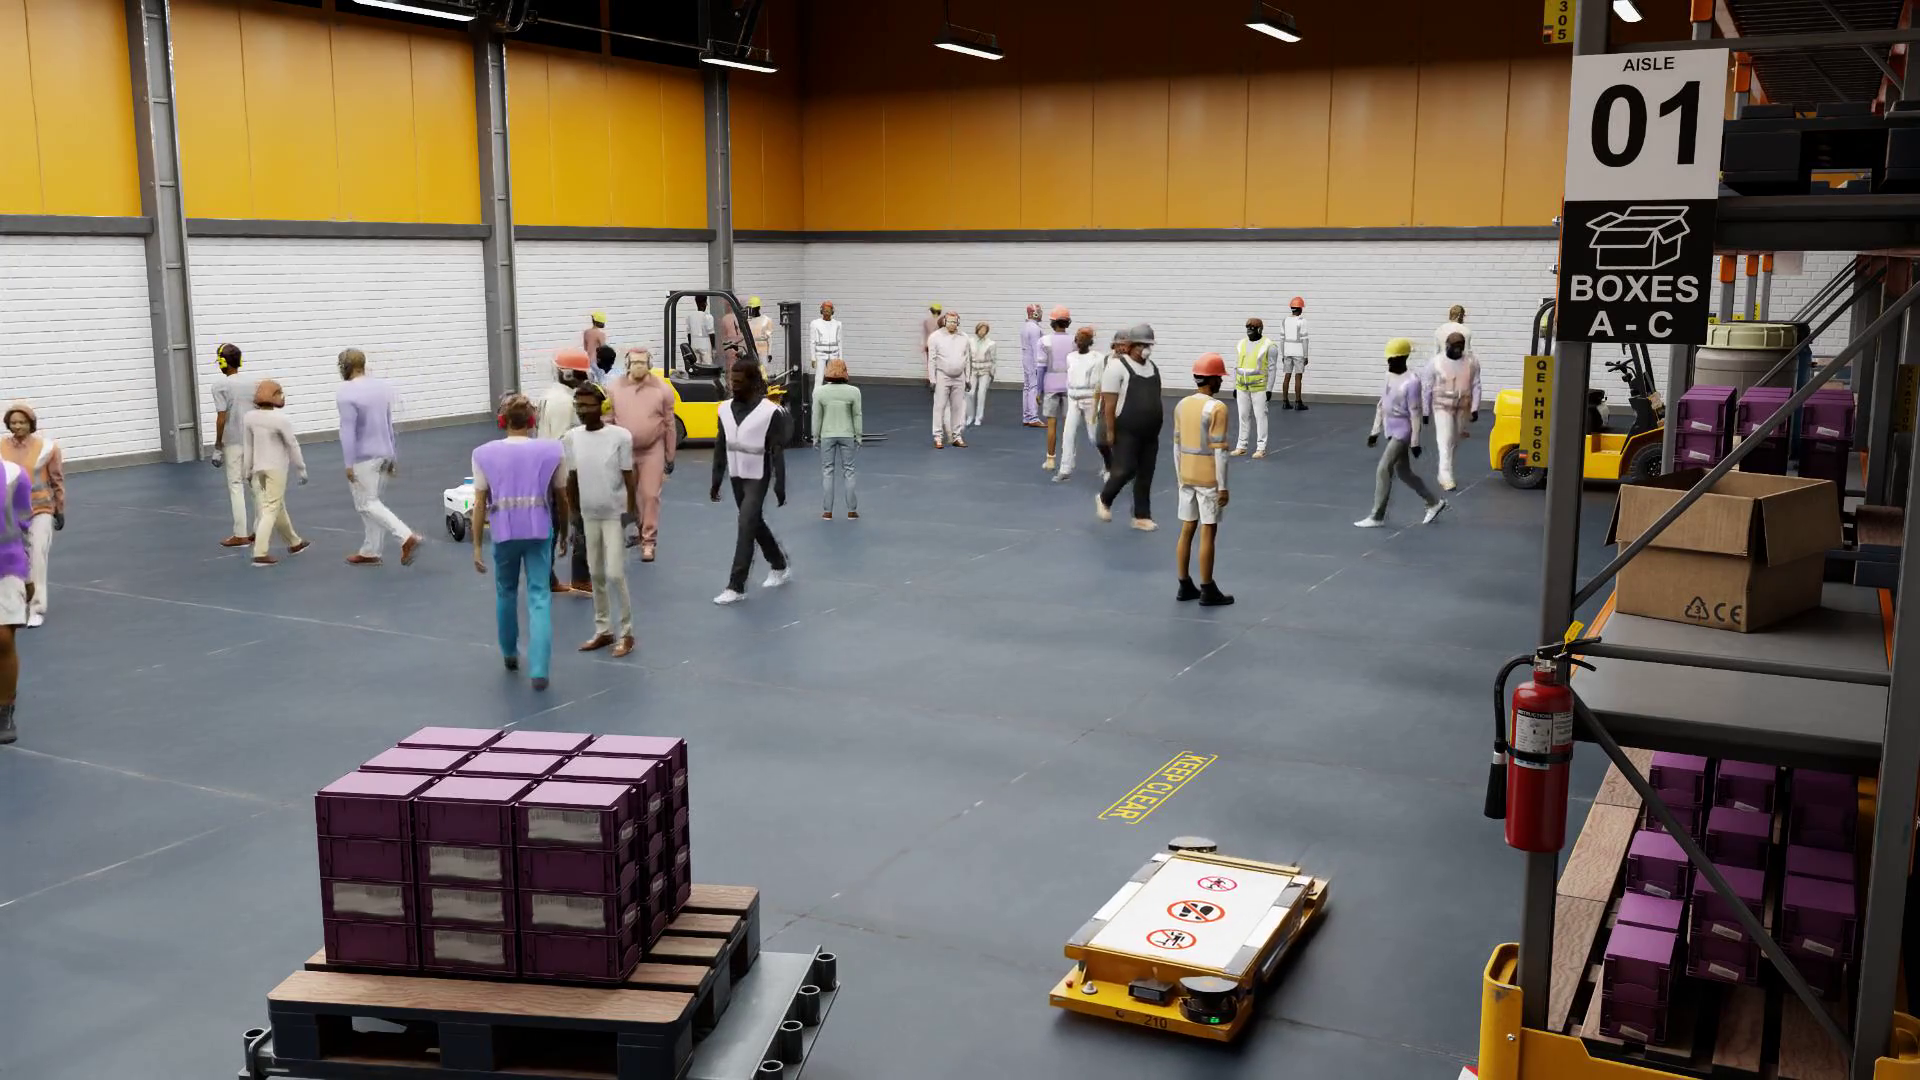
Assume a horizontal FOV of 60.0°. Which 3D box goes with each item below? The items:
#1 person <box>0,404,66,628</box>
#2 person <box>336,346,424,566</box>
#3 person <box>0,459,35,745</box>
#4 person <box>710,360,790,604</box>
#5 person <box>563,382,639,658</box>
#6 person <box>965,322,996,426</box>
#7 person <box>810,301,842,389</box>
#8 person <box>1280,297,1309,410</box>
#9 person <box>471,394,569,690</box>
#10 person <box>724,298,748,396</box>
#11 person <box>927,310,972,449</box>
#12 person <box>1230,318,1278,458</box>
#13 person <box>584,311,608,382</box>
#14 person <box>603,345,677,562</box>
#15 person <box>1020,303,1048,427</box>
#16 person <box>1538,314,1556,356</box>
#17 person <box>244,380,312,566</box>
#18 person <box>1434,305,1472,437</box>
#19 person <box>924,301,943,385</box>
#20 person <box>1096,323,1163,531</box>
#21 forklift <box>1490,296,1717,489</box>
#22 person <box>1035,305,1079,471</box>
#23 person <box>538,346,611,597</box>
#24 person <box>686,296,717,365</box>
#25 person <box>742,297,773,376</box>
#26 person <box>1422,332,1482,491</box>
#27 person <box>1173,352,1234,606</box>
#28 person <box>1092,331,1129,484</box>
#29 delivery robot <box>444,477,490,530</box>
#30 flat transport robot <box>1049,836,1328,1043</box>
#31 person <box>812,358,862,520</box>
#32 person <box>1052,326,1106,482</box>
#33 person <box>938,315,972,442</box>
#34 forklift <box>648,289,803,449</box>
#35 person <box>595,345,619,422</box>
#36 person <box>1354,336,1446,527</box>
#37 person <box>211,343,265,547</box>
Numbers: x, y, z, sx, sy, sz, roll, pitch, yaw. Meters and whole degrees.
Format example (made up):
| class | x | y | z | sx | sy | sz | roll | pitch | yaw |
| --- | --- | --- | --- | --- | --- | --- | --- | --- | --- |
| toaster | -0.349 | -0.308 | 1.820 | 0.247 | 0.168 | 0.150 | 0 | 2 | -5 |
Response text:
| class | x | y | z | sx | sy | sz | roll | pitch | yaw |
| --- | --- | --- | --- | --- | --- | --- | --- | --- | --- |
| person | -6.838 | -0.211 | 12.217 | 0.507 | 1.604 | 0.840 | -2 | 10 | -13 |
| person | -4.937 | -0.688 | 14.123 | 0.760 | 1.914 | 0.647 | 2 | 10 | 13 |
| person | -5.461 | 0.157 | 9.298 | 0.554 | 1.893 | 0.800 | -5 | 11 | -28 |
| person | -1.640 | -0.491 | 13.074 | 0.611 | 1.876 | 1.003 | 6 | 12 | 33 |
| person | -2.388 | -0.138 | 11.124 | 0.536 | 1.846 | 0.439 | 3 | 10 | 16 |
| person | 0.289 | -2.568 | 25.795 | 0.541 | 1.612 | 0.495 | 1 | 10 | 6 |
| person | -2.226 | -3.037 | 27.768 | 0.573 | 1.884 | 0.353 | -5 | 11 | -25 |
| person | 5.741 | -3.187 | 28.482 | 0.542 | 1.938 | 0.358 | 10 | 14 | 44 |
| person | -2.762 | -0.009 | 10.490 | 0.584 | 1.797 | 0.936 | -3 | 10 | -17 |
| person | -3.900 | -3.404 | 29.939 | 0.637 | 1.873 | 0.717 | 5 | 11 | 25 |
| person | -0.130 | -2.209 | 22.932 | 0.639 | 1.902 | 0.406 | -5 | 11 | -25 |
| person | 3.848 | -1.997 | 21.869 | 0.625 | 1.844 | 0.429 | 8 | 13 | 40 |
| person | -6.047 | -2.936 | 27.650 | 0.535 | 1.723 | 0.374 | 8 | 12 | 37 |
| person | -2.819 | -0.783 | 14.682 | 0.655 | 1.886 | 0.712 | -1 | 10 | -4 |
| person | 1.161 | -2.697 | 25.722 | 0.409 | 1.912 | 0.643 | -2 | 10 | -14 |
| person | 8.316 | -2.324 | 23.860 | 0.741 | 1.803 | 0.615 | -4 | 11 | -23 |
| person | -5.955 | -0.600 | 14.502 | 0.508 | 1.588 | 0.838 | 5 | 11 | 24 |
| person | 7.204 | -2.461 | 24.290 | 0.370 | 1.934 | 0.627 | -7 | 12 | -35 |
| person | -0.508 | -3.727 | 32.152 | 0.528 | 1.756 | 0.483 | 7 | 12 | 37 |
| person | 1.694 | -1.101 | 16.105 | 0.687 | 2.000 | 0.633 | -7 | 12 | -35 |
| forklift | 7.296 | -1.677 | 18.993 | 2.313 | 2.155 | 1.214 | 5 | 11 | 27 |
| person | 1.231 | -1.876 | 20.587 | 0.616 | 2.040 | 0.382 | -2 | 10 | -10 |
| person | -3.019 | -0.517 | 12.937 | 0.690 | 1.957 | 0.650 | -4 | 11 | -23 |
| person | -4.636 | -3.455 | 29.943 | 0.607 | 1.967 | 0.367 | 5 | 11 | 29 |
| person | -3.603 | -3.360 | 29.553 | 0.587 | 1.917 | 0.408 | 3 | 10 | 17 |
| person | 5.644 | -1.486 | 19.087 | 0.613 | 1.790 | 0.942 | -1 | 10 | -4 |
| person | 1.872 | -0.469 | 12.741 | 0.375 | 1.939 | 0.546 | -6 | 12 | -32 |
| person | 1.769 | -1.454 | 18.776 | 0.549 | 1.825 | 0.480 | 4 | 10 | 20 |
| delivery robot | -4.647 | -0.354 | 15.808 | 0.477 | 0.478 | 0.707 | -6 | 12 | -33 |
| flat transport robot | 0.912 | 1.472 | 6.327 | 0.652 | 0.197 | 1.431 | 5 | 11 | 25 |
| person | -1.237 | -1.013 | 16.774 | 0.507 | 1.632 | 0.268 | -1 | 10 | -4 |
| person | 1.510 | -1.613 | 19.666 | 0.951 | 1.845 | 0.574 | -10 | 14 | -44 |
| person | -0.135 | -2.290 | 23.655 | 0.645 | 1.812 | 0.452 | 1 | 10 | 8 |
| forklift | -3.358 | -2.392 | 23.136 | 2.313 | 2.155 | 1.214 | -1 | 10 | -5 |
| person | -3.847 | -1.370 | 18.724 | 0.756 | 1.669 | 0.533 | -1 | 10 | -8 |
| person | 4.375 | -1.057 | 16.308 | 0.925 | 1.889 | 0.593 | -1 | 10 | -8 |
| person | -6.630 | -0.865 | 15.250 | 0.329 | 1.866 | 0.514 | 5 | 11 | 26 |
